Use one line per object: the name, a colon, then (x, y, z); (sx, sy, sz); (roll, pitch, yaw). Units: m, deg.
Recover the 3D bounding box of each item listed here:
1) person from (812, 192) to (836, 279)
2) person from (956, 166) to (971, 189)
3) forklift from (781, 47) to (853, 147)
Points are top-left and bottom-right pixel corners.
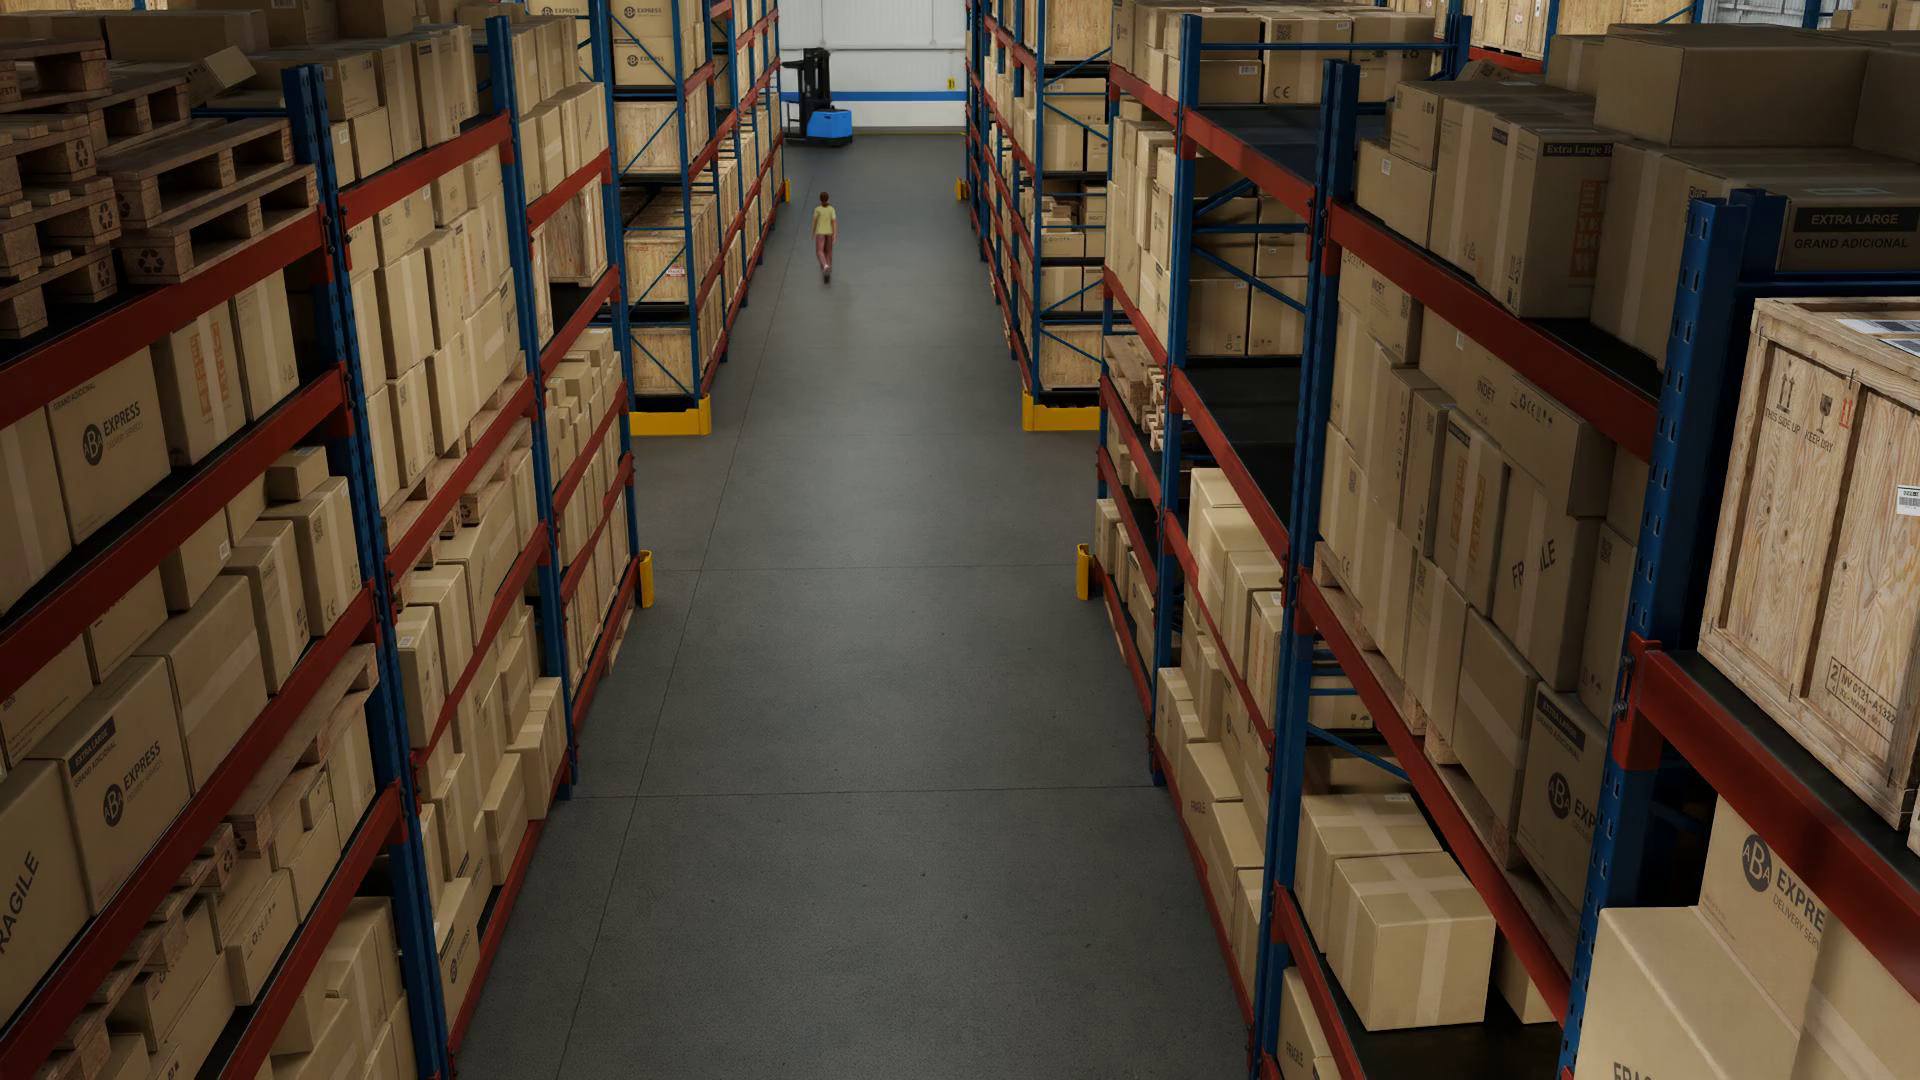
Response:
person: (-2.662, -5.992, 32.680); (0.463, 1.660, 0.830); (-7, 22, -19)
person: (0.369, -9.619, 42.316); (0.897, 1.698, 0.573); (-4, 21, -10)
forklift: (-4.893, -13.947, 52.210); (3.031, 2.941, 1.121); (13, 24, 30)
